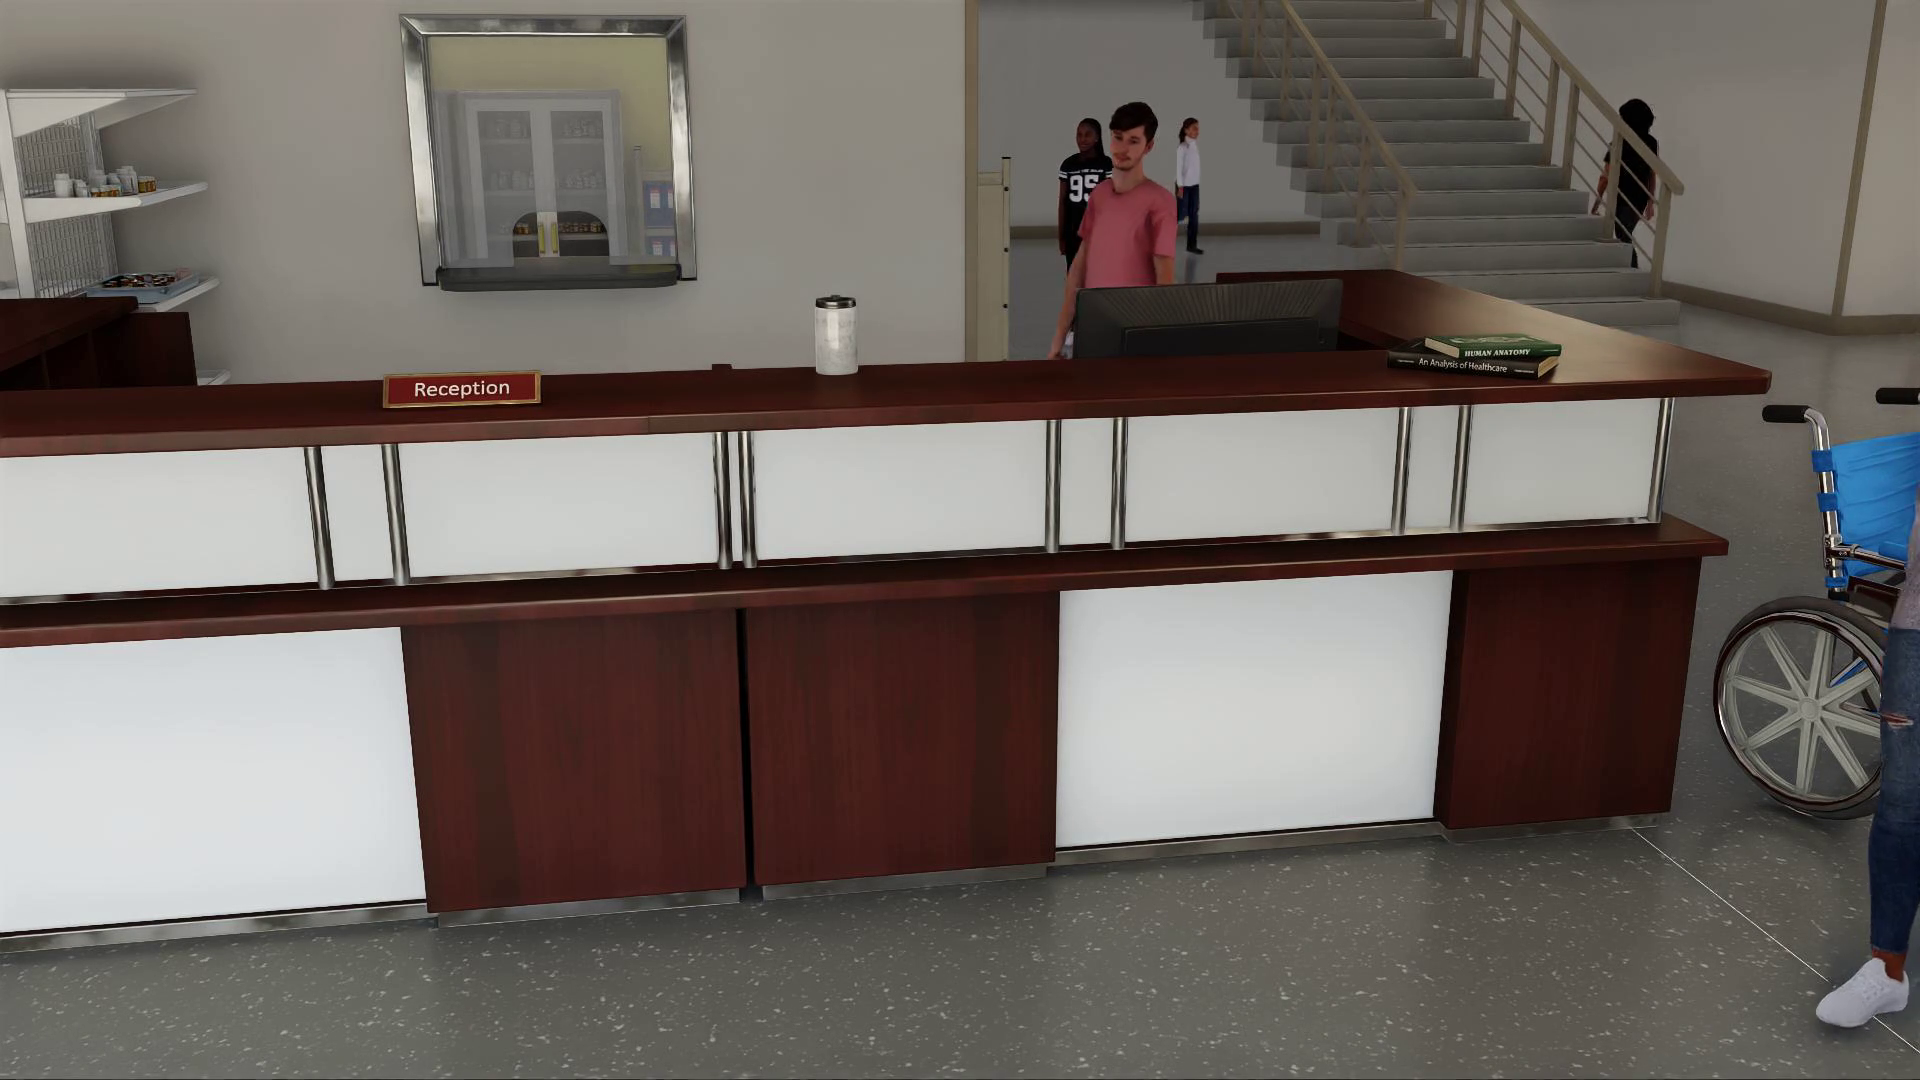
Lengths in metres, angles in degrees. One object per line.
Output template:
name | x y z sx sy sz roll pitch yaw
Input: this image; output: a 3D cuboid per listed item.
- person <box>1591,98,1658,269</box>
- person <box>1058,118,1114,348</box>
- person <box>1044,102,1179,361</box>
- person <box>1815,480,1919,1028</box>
person | 6.175 -3.097 15.279 0.656 1.788 1.149 -3 16 -10
person | 0.978 -2.334 12.704 0.686 1.729 0.705 5 17 18
person | 0.758 -0.811 6.967 1.139 1.912 1.270 -10 19 -32
person | 2.304 0.233 3.629 0.932 1.712 1.086 -9 18 -30
